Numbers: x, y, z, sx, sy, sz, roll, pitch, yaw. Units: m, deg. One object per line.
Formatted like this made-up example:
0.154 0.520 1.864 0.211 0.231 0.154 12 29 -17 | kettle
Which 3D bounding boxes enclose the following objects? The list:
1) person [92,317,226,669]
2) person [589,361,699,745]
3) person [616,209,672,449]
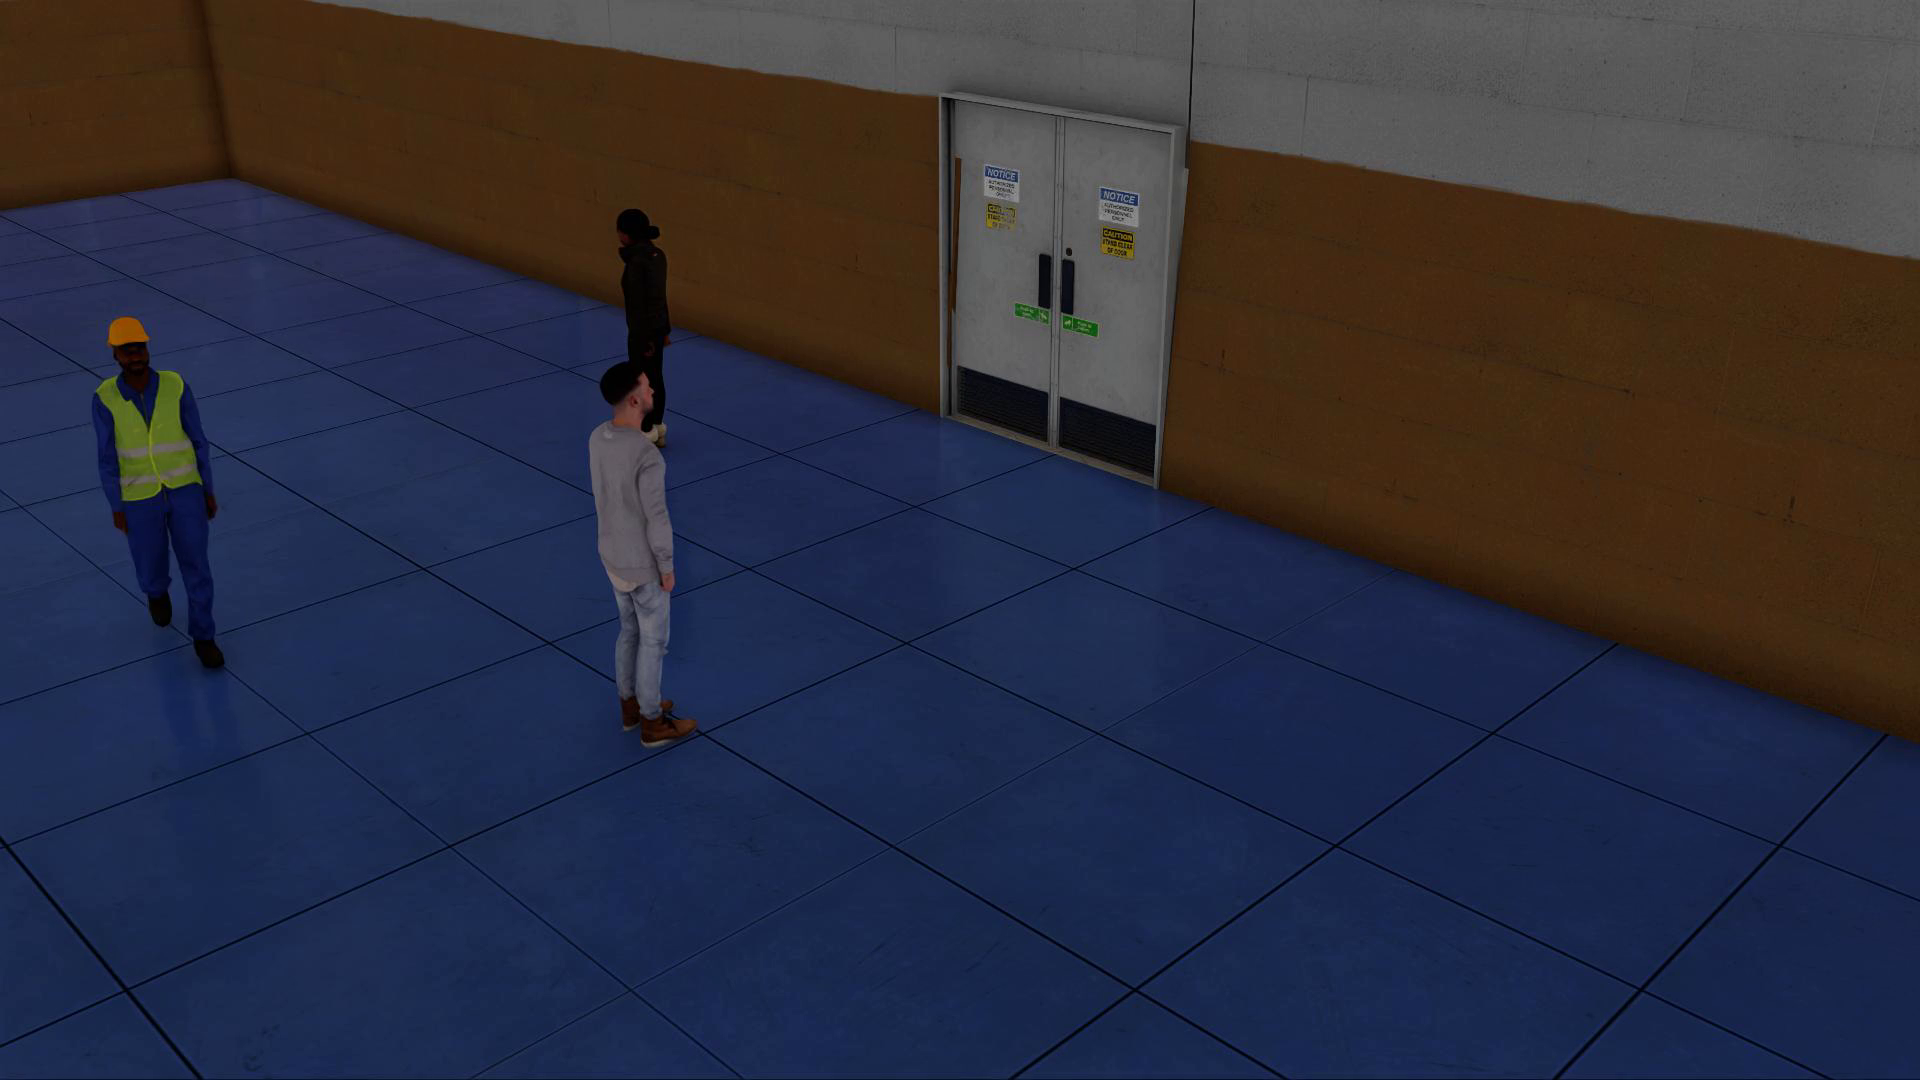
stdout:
-4.033 -0.256 8.371 0.979 1.797 0.850 -15 28 -31 | person
-1.478 0.062 7.593 0.553 1.838 0.663 -21 31 -39 | person
-2.089 -1.390 11.134 0.754 1.659 0.693 -2 24 -4 | person
